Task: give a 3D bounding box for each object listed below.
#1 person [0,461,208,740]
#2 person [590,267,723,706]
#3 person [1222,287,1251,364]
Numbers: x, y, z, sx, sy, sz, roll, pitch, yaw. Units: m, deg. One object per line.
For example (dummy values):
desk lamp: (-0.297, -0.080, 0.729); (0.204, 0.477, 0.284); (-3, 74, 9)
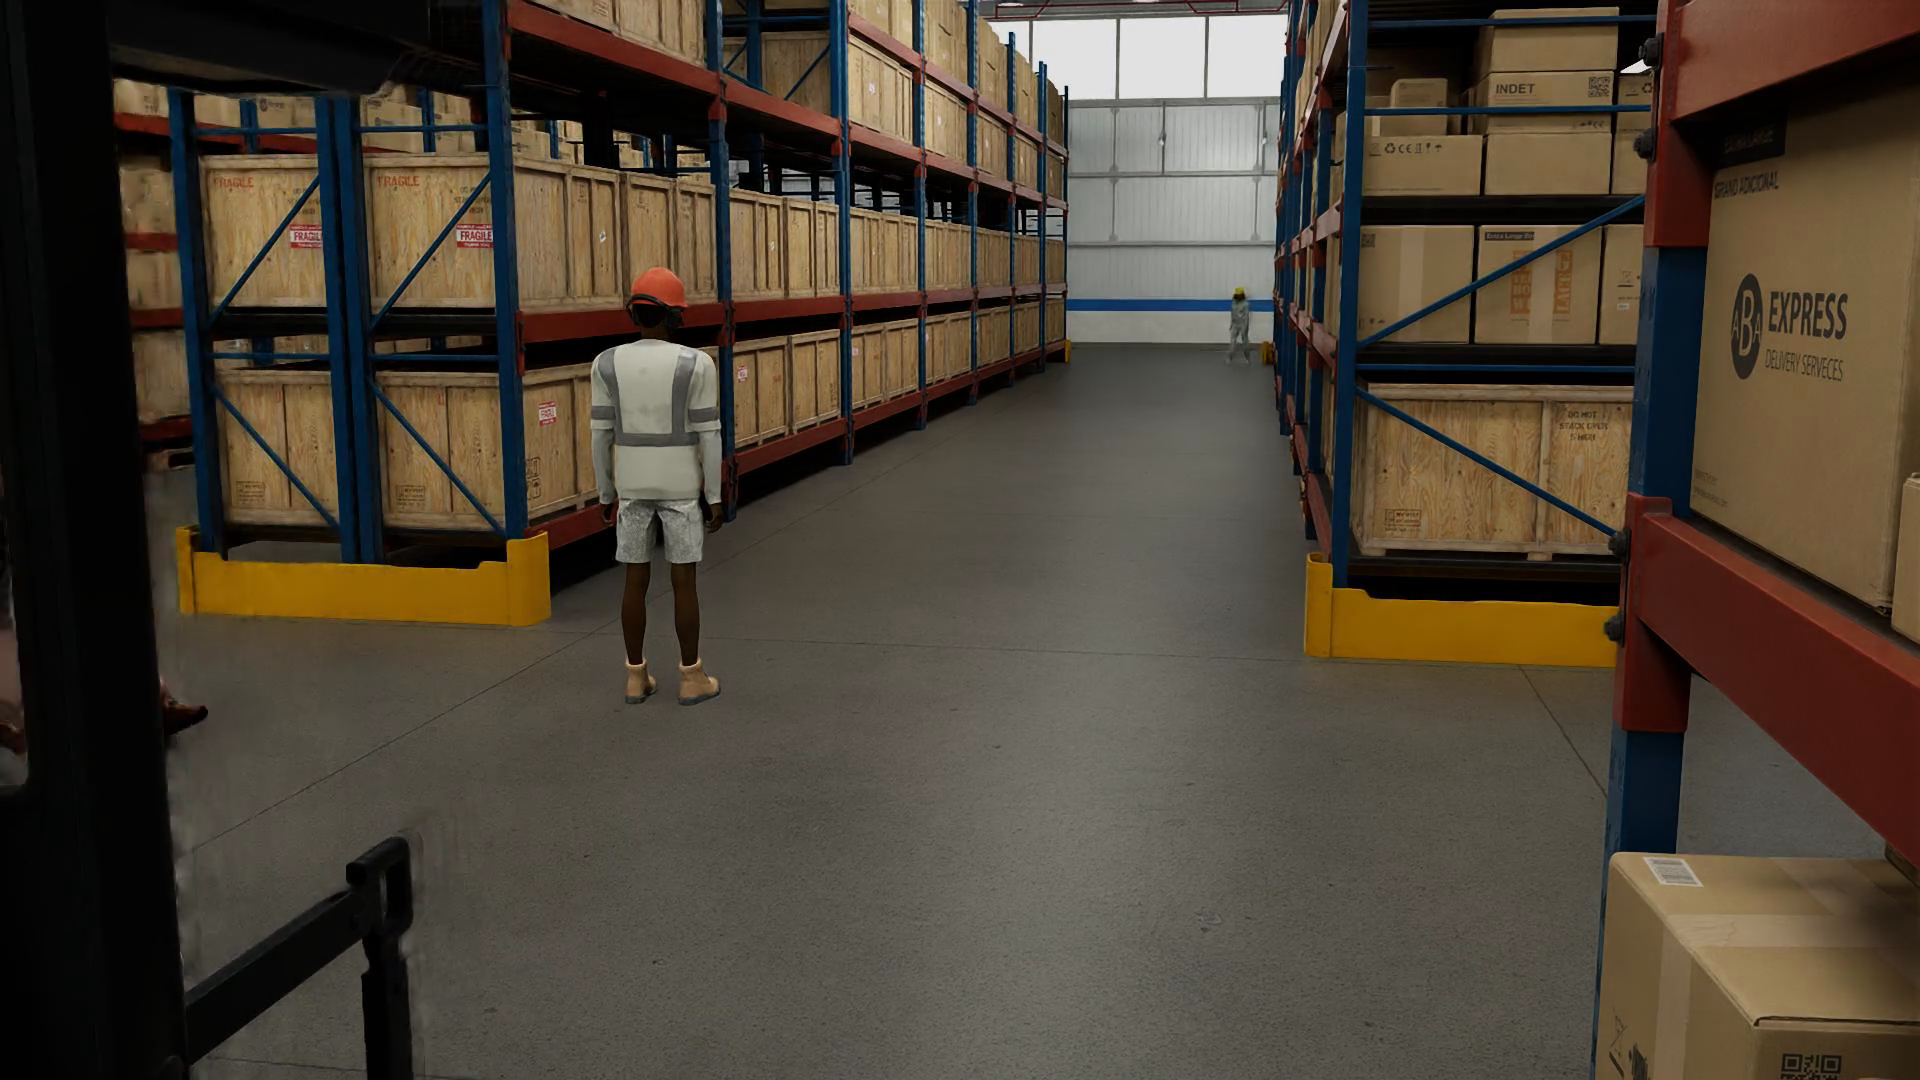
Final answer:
person: (-3.777, -0.033, 7.073); (1.018, 1.849, 0.680); (3, 10, 20)
person: (-1.402, -0.245, 7.796); (0.615, 2.041, 0.392); (1, 9, 8)
person: (6.130, -4.707, 36.559); (0.499, 1.686, 0.872); (9, 13, 44)
